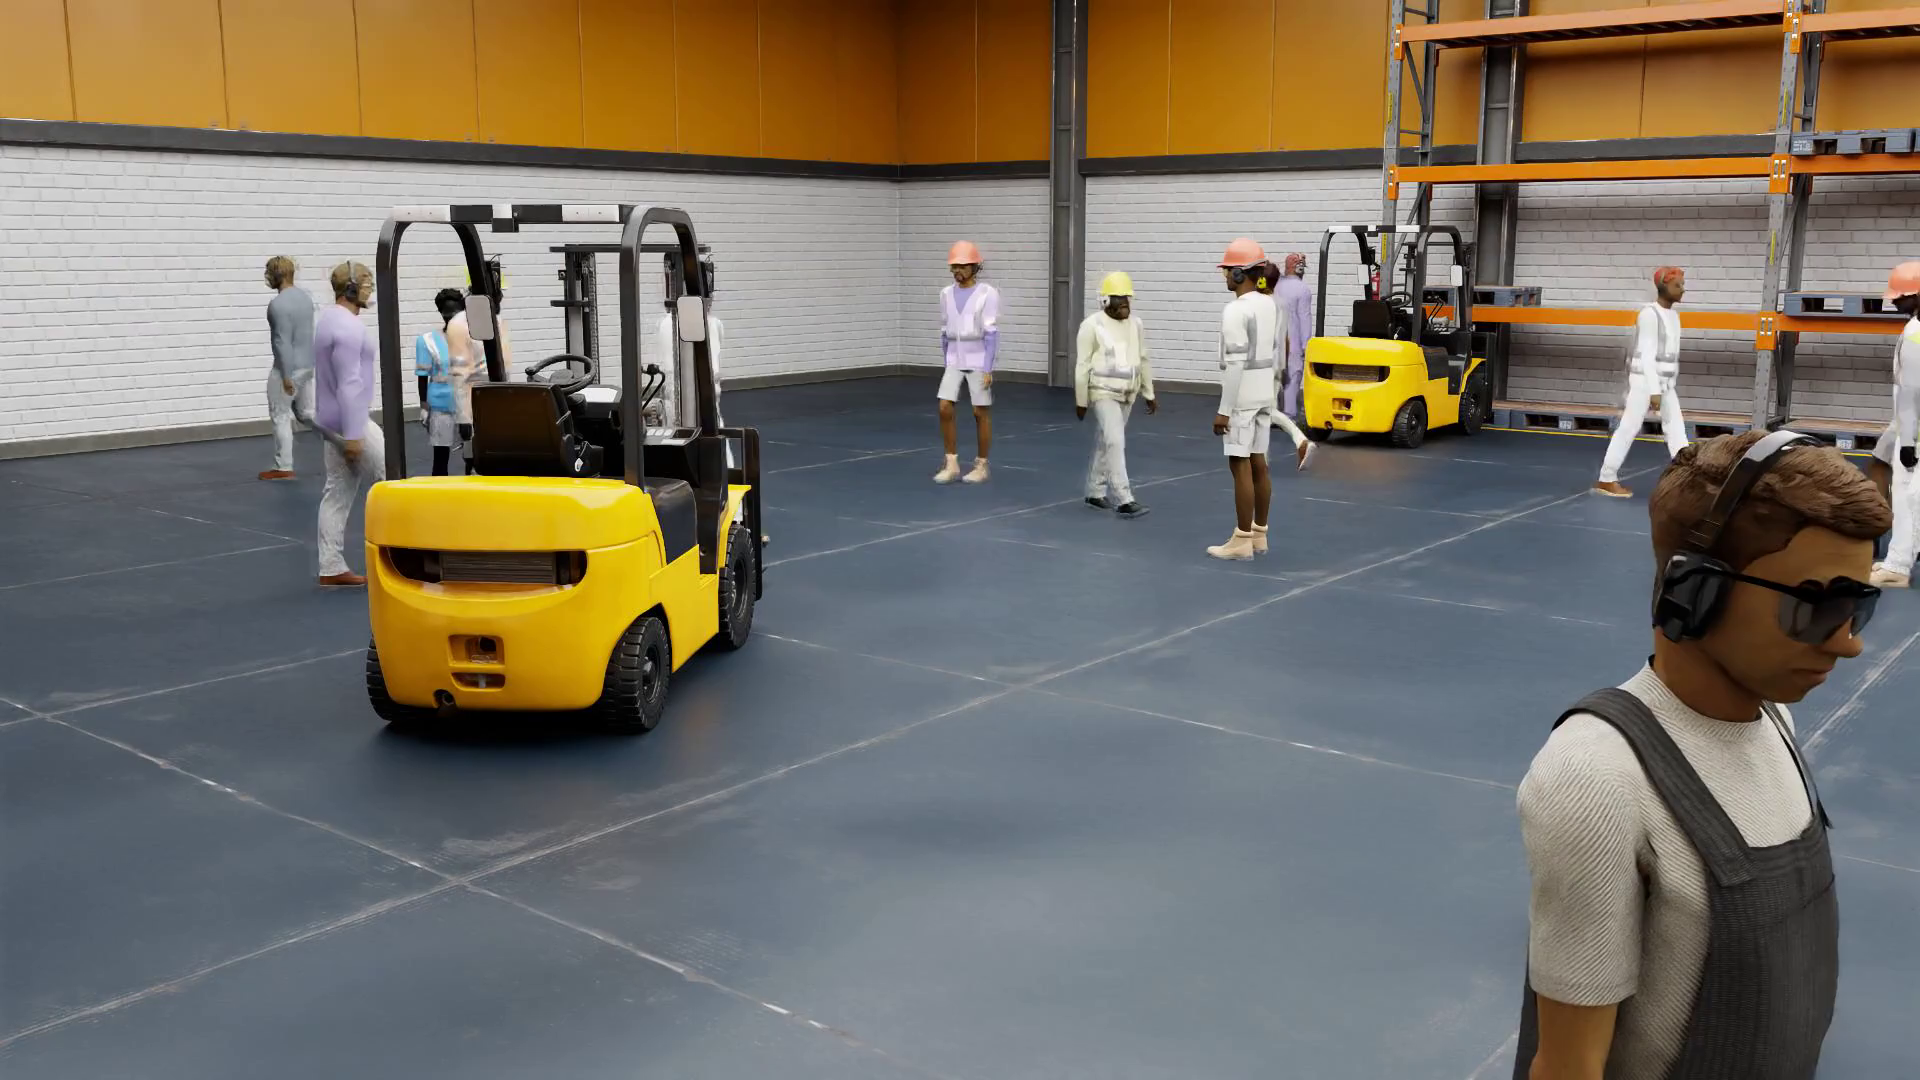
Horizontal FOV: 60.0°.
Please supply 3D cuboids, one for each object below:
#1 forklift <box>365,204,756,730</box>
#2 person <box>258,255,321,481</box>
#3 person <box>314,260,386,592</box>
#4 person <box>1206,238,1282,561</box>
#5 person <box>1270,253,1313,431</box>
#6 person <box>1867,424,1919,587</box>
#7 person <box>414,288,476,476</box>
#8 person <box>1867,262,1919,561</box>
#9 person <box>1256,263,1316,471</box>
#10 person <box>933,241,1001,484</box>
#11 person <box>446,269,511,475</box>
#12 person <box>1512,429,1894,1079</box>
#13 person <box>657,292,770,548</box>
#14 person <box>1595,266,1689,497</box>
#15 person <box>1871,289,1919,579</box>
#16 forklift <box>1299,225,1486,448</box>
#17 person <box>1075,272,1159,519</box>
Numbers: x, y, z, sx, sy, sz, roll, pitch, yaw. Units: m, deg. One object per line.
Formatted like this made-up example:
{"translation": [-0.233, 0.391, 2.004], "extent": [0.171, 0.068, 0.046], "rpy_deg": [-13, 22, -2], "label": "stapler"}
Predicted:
{"translation": [-1.766, -0.406, 7.525], "extent": [1.214, 2.155, 2.313], "rpy_deg": [1, 10, 7], "label": "forklift"}
{"translation": [-5.550, -1.440, 14.023], "extent": [0.798, 1.912, 0.630], "rpy_deg": [1, 10, 5], "label": "person"}
{"translation": [-3.437, -0.655, 9.662], "extent": [0.734, 1.912, 0.653], "rpy_deg": [-6, 12, -30], "label": "person"}
{"translation": [1.797, -0.888, 10.608], "extent": [0.382, 2.045, 0.605], "rpy_deg": [7, 13, 35], "label": "person"}
{"translation": [3.550, -2.115, 17.820], "extent": [0.404, 1.900, 0.644], "rpy_deg": [-6, 12, -31], "label": "person"}
{"translation": [5.824, -0.571, 9.582], "extent": [0.963, 1.798, 0.635], "rpy_deg": [1, 10, 7], "label": "person"}
{"translation": [-3.591, -0.939, 11.854], "extent": [0.540, 1.695, 0.317], "rpy_deg": [-5, 11, -26], "label": "person"}
{"translation": [5.966, -0.808, 10.586], "extent": [0.577, 1.885, 0.801], "rpy_deg": [-10, 14, -44], "label": "person"}
{"translation": [2.718, -1.466, 14.349], "extent": [0.657, 1.857, 0.522], "rpy_deg": [10, 14, 44], "label": "person"}
{"translation": [0.035, -1.450, 13.779], "extent": [0.610, 2.018, 0.694], "rpy_deg": [6, 12, 31], "label": "person"}
{"translation": [-3.168, -0.877, 10.941], "extent": [0.576, 1.910, 0.587], "rpy_deg": [3, 11, 19], "label": "person"}
{"translation": [0.807, 0.787, 1.901], "extent": [0.344, 1.839, 0.504], "rpy_deg": [10, 14, 44], "label": "person"}
{"translation": [-1.648, -0.818, 10.770], "extent": [0.941, 1.837, 0.575], "rpy_deg": [8, 13, 38], "label": "person"}
{"translation": [5.467, -1.206, 12.967], "extent": [0.599, 1.824, 0.999], "rpy_deg": [-9, 14, -41], "label": "person"}
{"translation": [5.808, -0.614, 9.766], "extent": [0.626, 1.811, 0.760], "rpy_deg": [-2, 11, -13], "label": "person"}
{"translation": [4.449, -2.115, 16.993], "extent": [1.214, 2.155, 2.313], "rpy_deg": [8, 13, 38], "label": "forklift"}
{"translation": [1.217, -1.061, 12.253], "extent": [0.599, 1.795, 0.859], "rpy_deg": [-9, 14, -42], "label": "person"}
